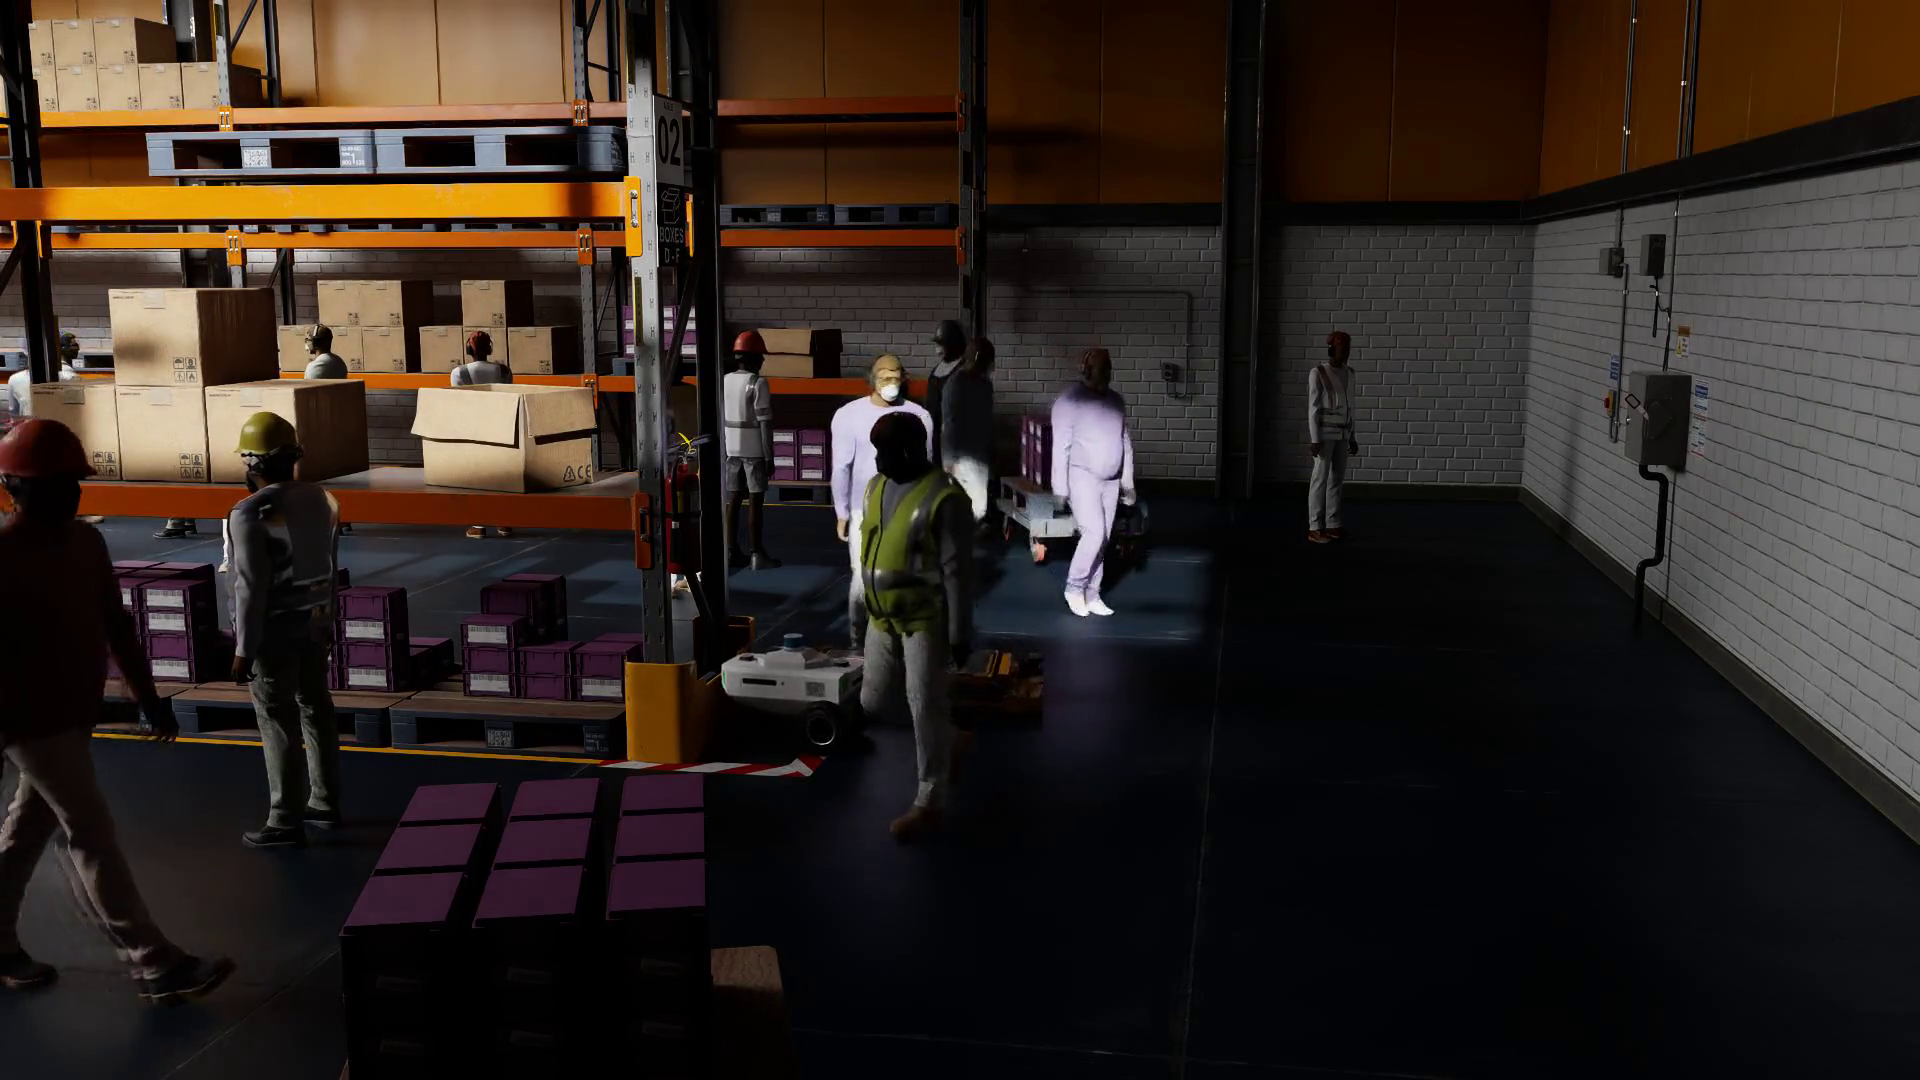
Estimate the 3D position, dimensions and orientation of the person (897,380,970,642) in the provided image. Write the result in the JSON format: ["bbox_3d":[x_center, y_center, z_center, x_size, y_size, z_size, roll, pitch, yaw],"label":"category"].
[{"bbox_3d":[-0.279,-0.159,10.375,0.554,1.815,0.925,-7,12,-39],"label":"person"}]

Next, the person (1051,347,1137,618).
[{"bbox_3d":[0.955,-0.391,11.594,0.646,1.892,0.434,-8,12,-42],"label":"person"}]

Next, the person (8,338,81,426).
[{"bbox_3d":[-7.653,-0.787,13.949,0.607,1.920,0.432,-1,9,-8],"label":"person"}]

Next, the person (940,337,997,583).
[{"bbox_3d":[0.107,-0.614,12.897,0.442,1.909,0.642,5,10,29],"label":"person"}]

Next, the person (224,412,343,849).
[{"bbox_3d":[-2.850,0.378,6.988,0.404,1.828,0.603,3,10,16],"label":"person"}]

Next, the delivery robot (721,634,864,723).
[{"bbox_3d":[-0.851,0.723,8.506,0.707,0.478,0.477,3,9,15],"label":"delivery robot"}]

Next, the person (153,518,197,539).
[{"bbox_3d":[-7.152,-0.925,15.053,0.404,1.837,0.588,0,9,-1],"label":"person"}]

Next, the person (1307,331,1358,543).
[{"bbox_3d":[3.339,-0.917,14.865,0.573,1.882,0.356,-7,11,-37],"label":"person"}]

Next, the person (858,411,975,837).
[{"bbox_3d":[-0.159,0.344,7.212,0.543,1.820,0.678,-9,13,-43],"label":"person"}]

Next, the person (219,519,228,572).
[{"bbox_3d":[-5.756,-0.733,13.371,0.623,1.993,0.384,-2,9,-14],"label":"person"}]

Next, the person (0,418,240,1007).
[{"bbox_3d":[-2.909,0.571,5.453,1.022,1.939,0.623,0,9,2],"label":"person"}]

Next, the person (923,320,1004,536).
[{"bbox_3d":[-0.043,-1.019,15.007,1.011,2.000,0.678,-7,12,-39],"label":"person"}]

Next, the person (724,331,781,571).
[{"bbox_3d":[-1.708,-0.723,13.501,0.552,1.931,0.370,6,11,35],"label":"person"}]

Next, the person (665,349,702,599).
[{"bbox_3d":[-2.136,-0.485,12.310,0.429,1.844,0.627,7,11,36],"label":"person"}]

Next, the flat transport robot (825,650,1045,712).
[{"bbox_3d":[-0.249,0.775,9.353,1.431,0.197,0.652,1,9,5],"label":"flat transport robot"}]

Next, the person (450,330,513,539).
[{"bbox_3d":[-4.314,-0.951,15.076,0.576,1.882,0.362,-6,11,-34],"label":"person"}]

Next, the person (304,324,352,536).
[{"bbox_3d":[-5.798,-1.004,15.227,0.364,1.939,0.636,0,9,0],"label":"person"}]

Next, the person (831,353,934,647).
[{"bbox_3d":[-0.467,-0.166,10.072,0.634,1.929,0.388,-2,9,-12],"label":"person"}]

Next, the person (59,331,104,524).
[{"bbox_3d":[-8.495,-1.065,15.894,0.506,1.847,0.345,9,13,43],"label":"person"}]
